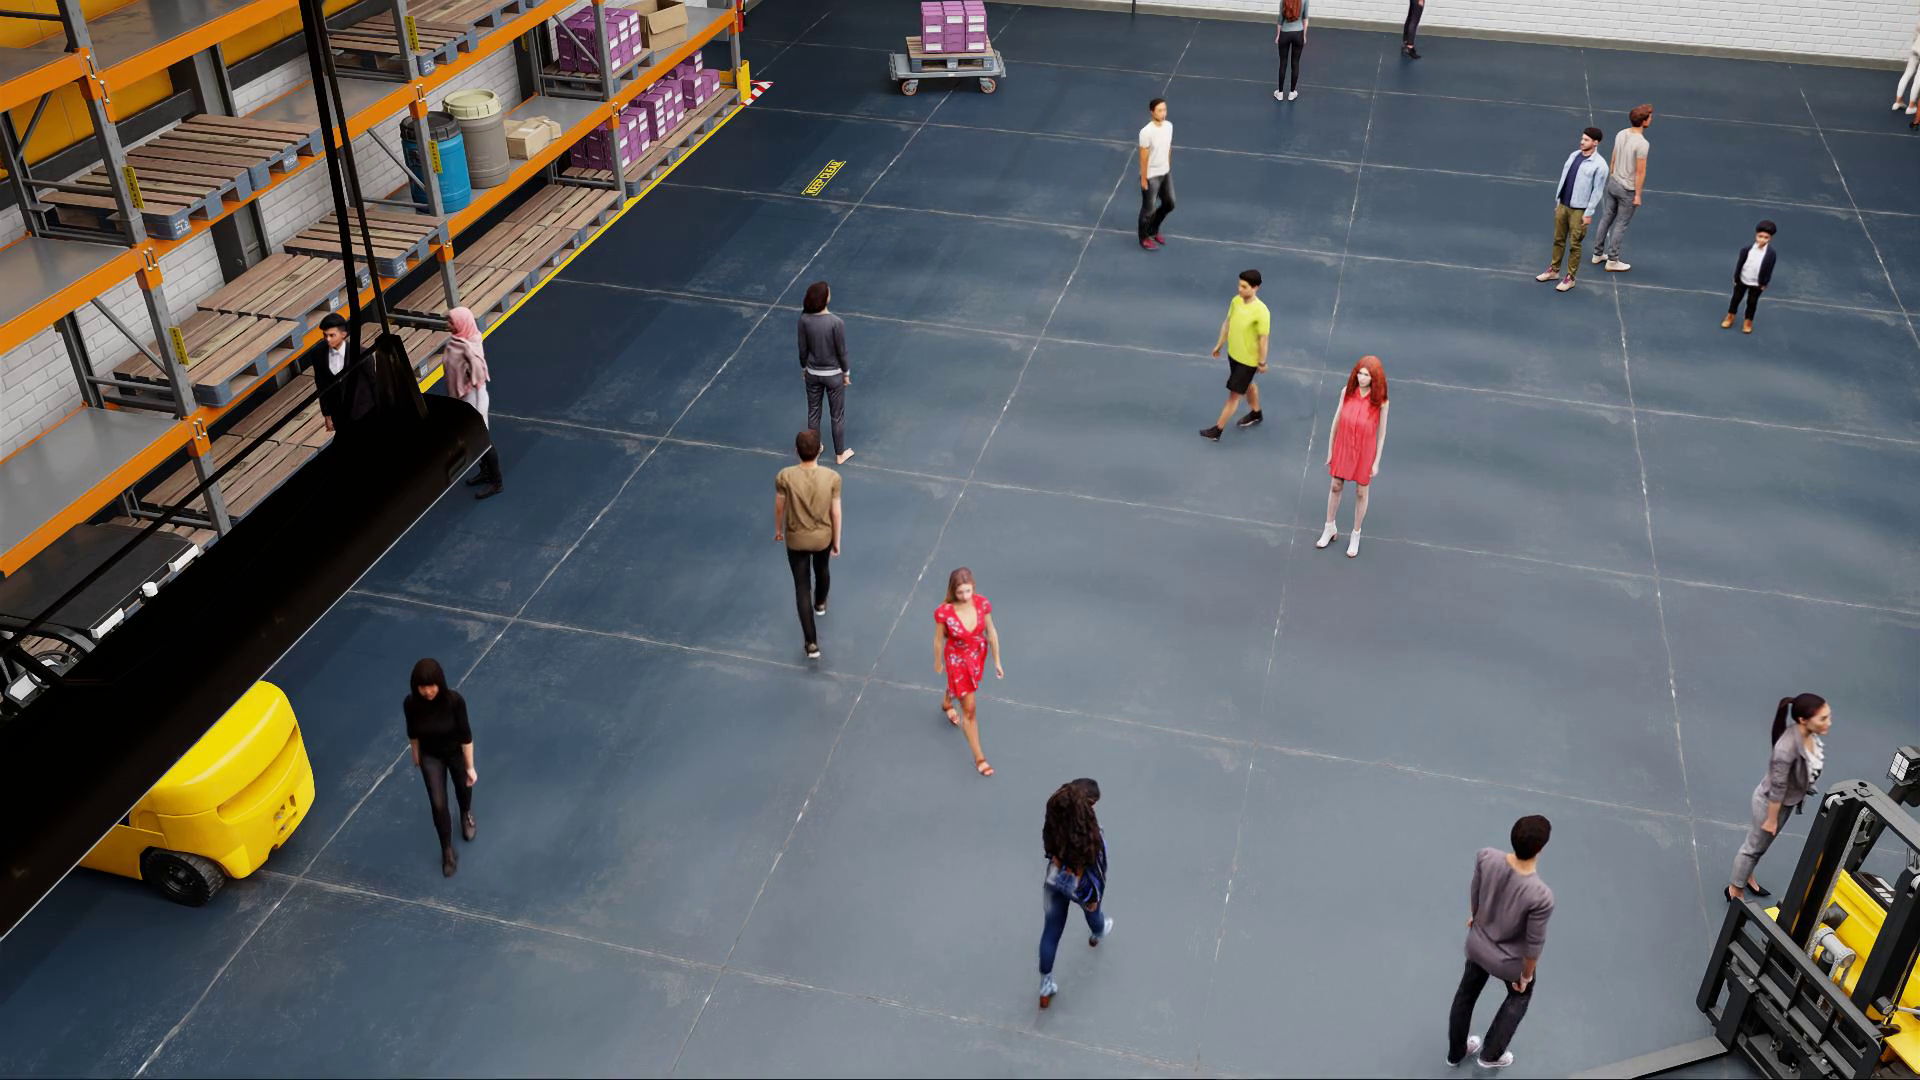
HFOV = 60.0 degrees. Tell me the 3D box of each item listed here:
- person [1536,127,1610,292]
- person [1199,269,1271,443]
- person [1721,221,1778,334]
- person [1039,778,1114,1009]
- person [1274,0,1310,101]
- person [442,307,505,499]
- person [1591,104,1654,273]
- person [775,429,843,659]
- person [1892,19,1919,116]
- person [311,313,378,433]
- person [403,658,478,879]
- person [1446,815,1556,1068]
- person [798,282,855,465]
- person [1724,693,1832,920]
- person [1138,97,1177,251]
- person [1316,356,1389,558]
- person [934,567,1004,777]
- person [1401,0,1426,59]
[{"bbox_3d":[6.739,-3.641,18.210,0.813,1.812,0.747,-17,37,-24],"label":"person"},{"bbox_3d":[2.709,-1.750,15.500,1.110,1.662,1.083,-16,37,-22],"label":"person"},{"bbox_3d":[8.306,-2.774,17.440,0.561,1.220,0.555,21,39,29],"label":"person"},{"bbox_3d":[0.619,2.086,9.805,0.813,1.576,1.097,19,38,26],"label":"person"},{"bbox_3d":[4.674,-7.087,23.455,0.600,1.743,0.574,4,34,6],"label":"person"},{"bbox_3d":[-4.263,-1.218,14.572,0.796,1.803,0.735,-18,37,-24],"label":"person"},{"bbox_3d":[7.422,-3.947,18.592,0.798,1.898,0.703,-12,36,-18],"label":"person"},{"bbox_3d":[-1.155,0.046,12.659,1.018,1.815,1.323,-4,34,-6],"label":"person"},{"bbox_3d":[13.330,-6.769,23.008,0.748,1.709,0.660,-12,36,-18],"label":"person"},{"bbox_3d":[-5.214,-1.108,14.336,0.744,1.881,0.625,2,34,3],"label":"person"},{"bbox_3d":[-3.362,1.351,10.879,0.801,1.613,0.959,-6,34,-9],"label":"person"},{"bbox_3d":[2.947,2.300,9.246,0.833,1.839,0.801,-26,41,-33],"label":"person"},{"bbox_3d":[-1.227,-1.515,15.051,0.610,1.768,0.495,9,35,13],"label":"person"},{"bbox_3d":[5.102,1.632,10.396,0.774,1.679,0.672,25,41,33],"label":"person"},{"bbox_3d":[2.179,-4.221,19.104,0.751,1.786,0.838,-25,41,-32],"label":"person"},{"bbox_3d":[3.272,-0.707,13.780,0.643,1.828,0.599,19,38,26],"label":"person"},{"bbox_3d":[-0.001,0.814,11.755,1.032,1.537,1.130,-16,37,-23],"label":"person"},{"bbox_3d":[6.909,-8.215,25.147,0.716,1.749,0.549,3,34,4],"label":"person"}]
